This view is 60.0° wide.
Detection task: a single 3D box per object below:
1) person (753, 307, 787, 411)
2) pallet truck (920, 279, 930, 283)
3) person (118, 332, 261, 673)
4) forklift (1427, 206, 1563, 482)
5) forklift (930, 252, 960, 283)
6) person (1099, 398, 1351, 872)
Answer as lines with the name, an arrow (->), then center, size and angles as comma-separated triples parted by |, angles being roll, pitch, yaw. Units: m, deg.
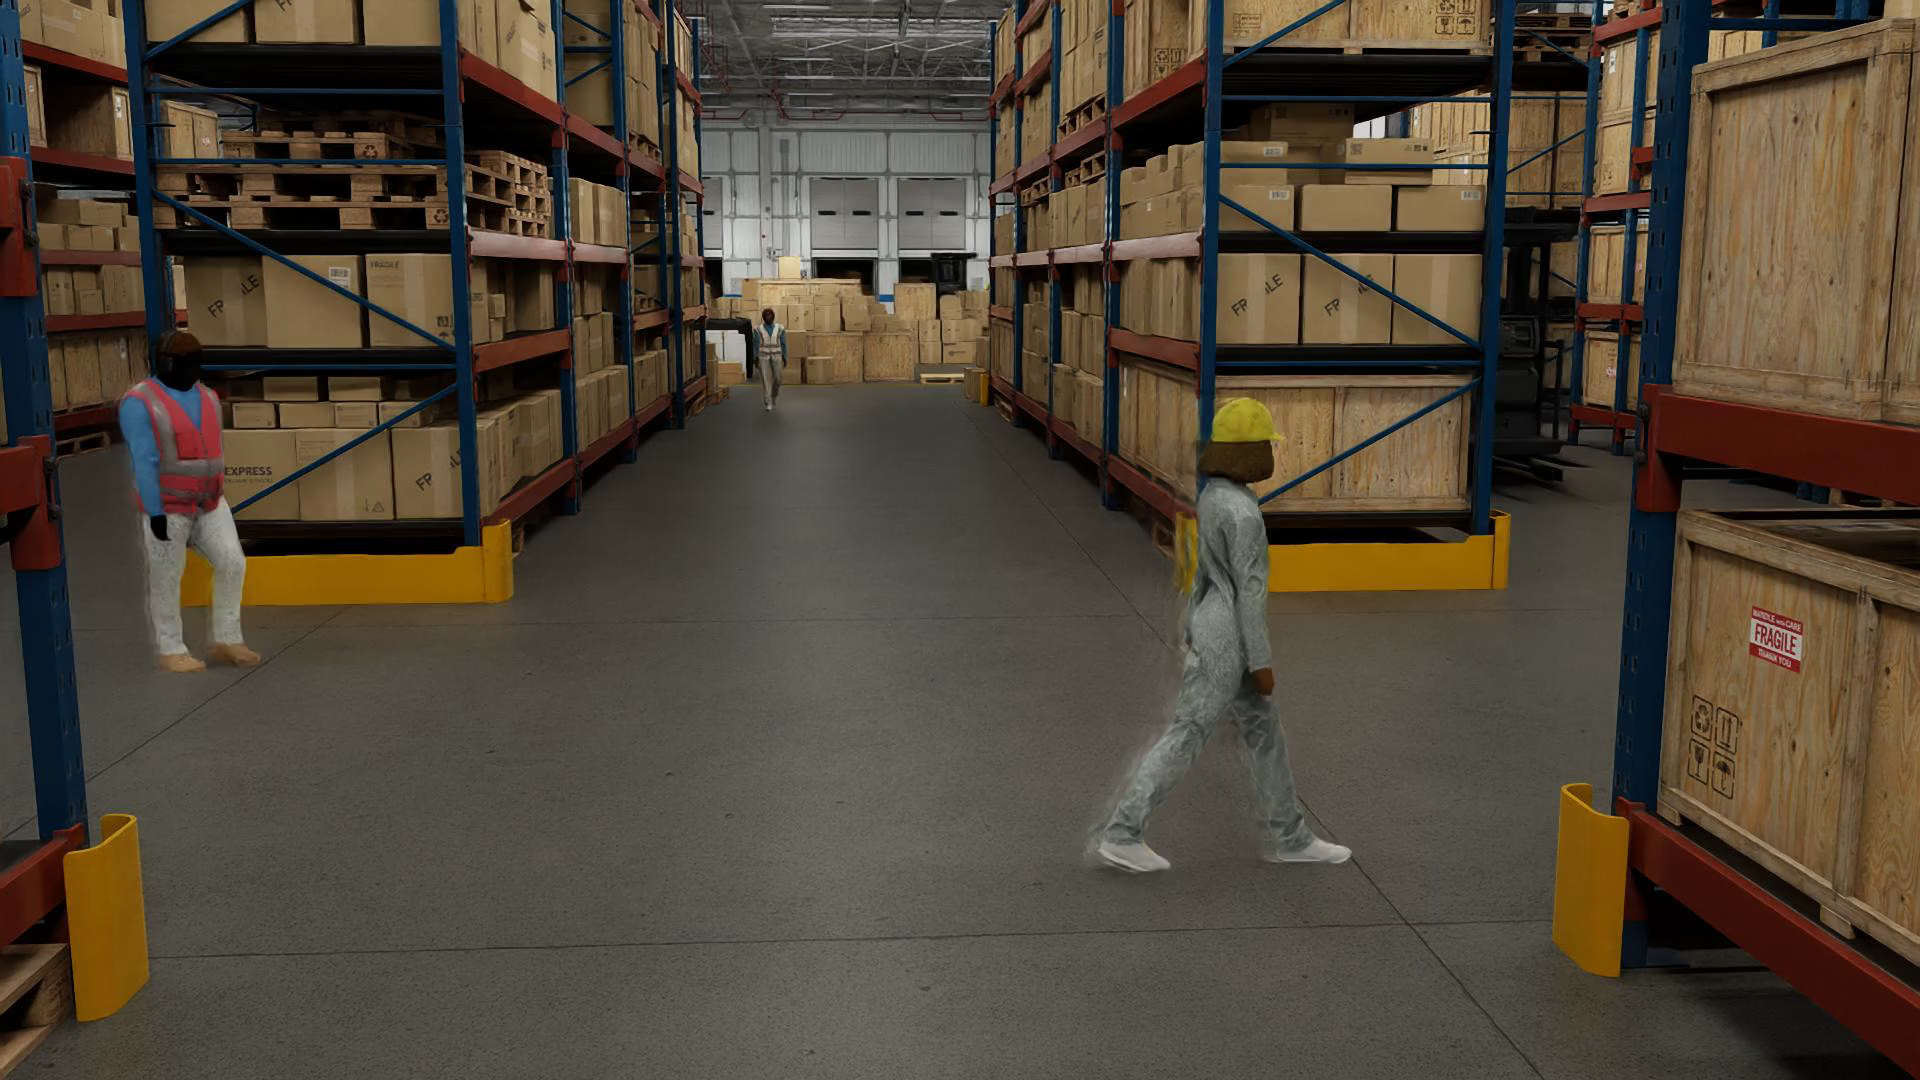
person -> -2.986, -2.840, 26.084 | 0.531, 1.622, 0.423 | -2, 9, -10
pallet truck -> -0.932, -8.922, 63.114 | 1.885, 1.965, 0.823 | 2, 9, 13
person -> -4.043, -0.178, 8.784 | 0.630, 1.825, 0.629 | 4, 10, 25
forklift -> 5.453, -2.086, 17.428 | 1.129, 2.768, 1.873 | -1, 9, -4
forklift -> -0.462, -7.660, 52.429 | 1.129, 2.768, 1.873 | -6, 11, -32
person -> 0.927, 0.349, 5.853 | 0.919, 1.699, 0.492 | 0, 9, 0
